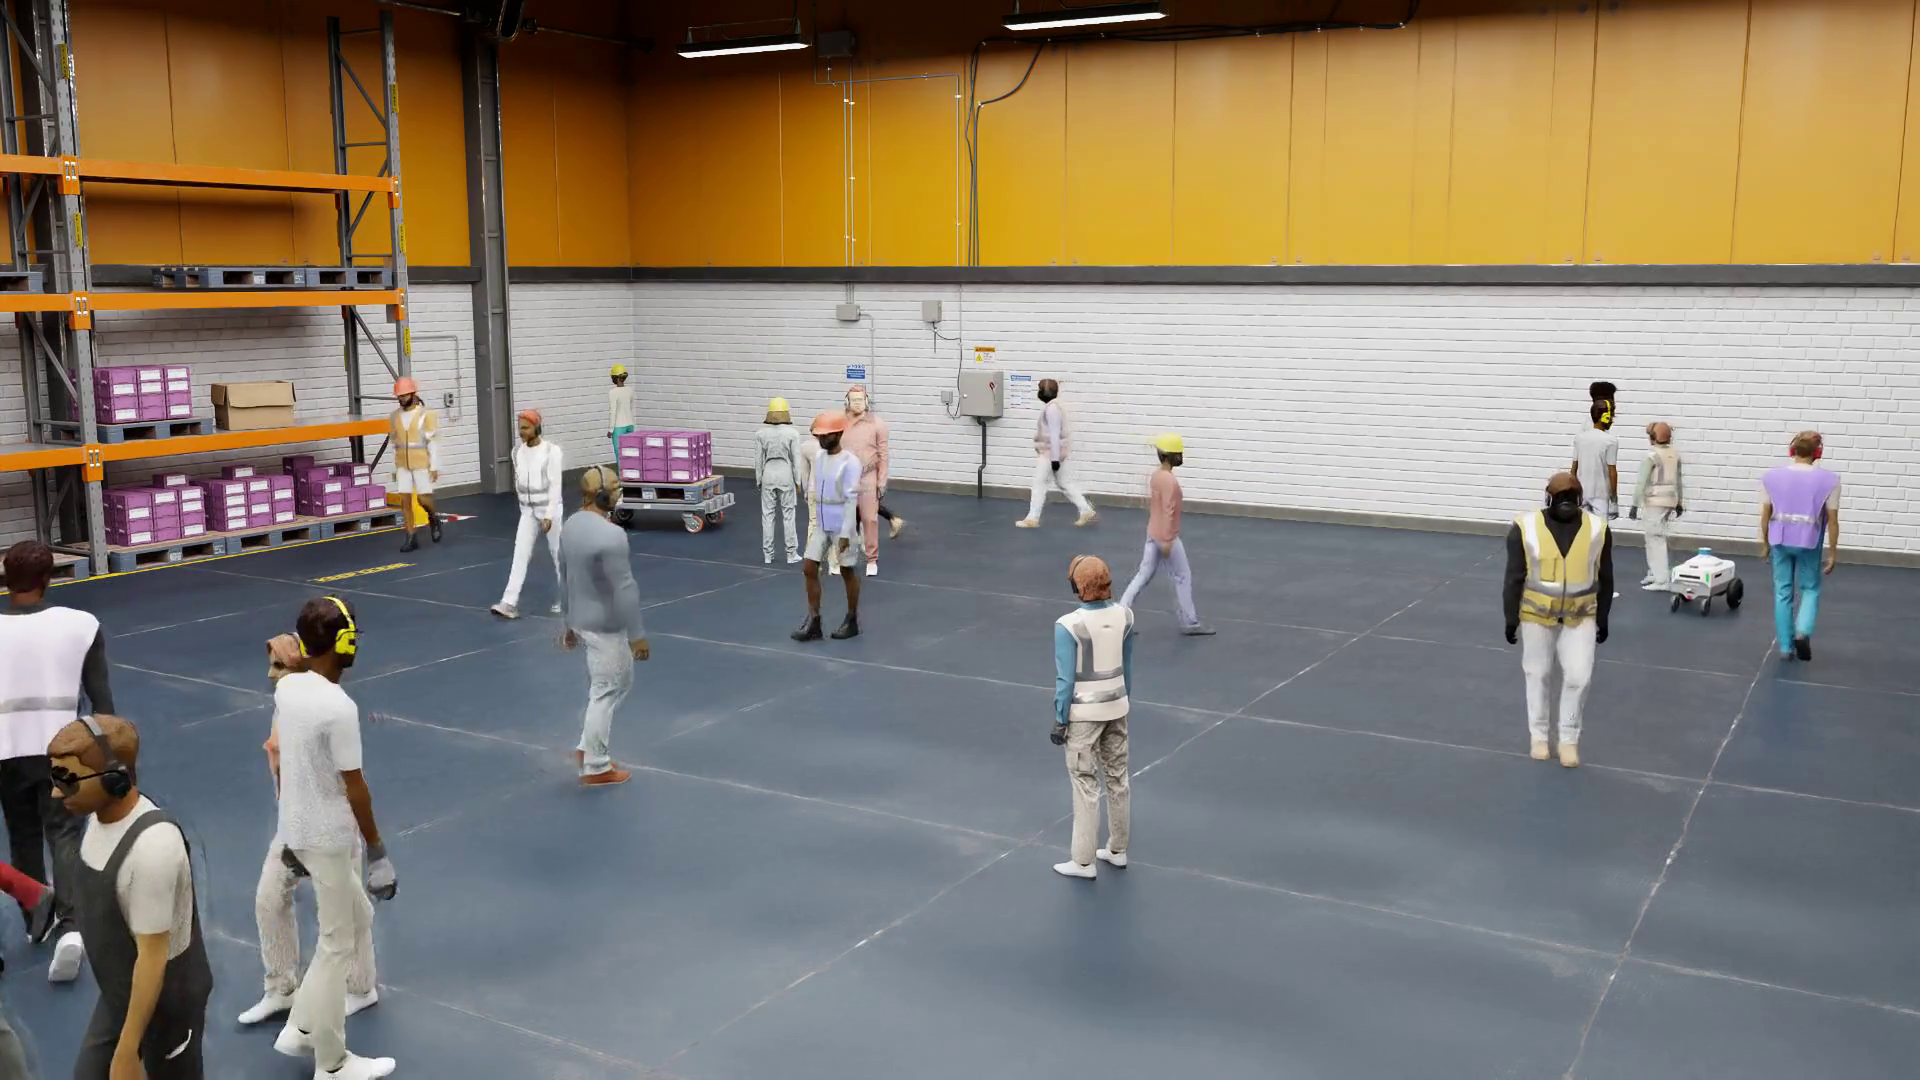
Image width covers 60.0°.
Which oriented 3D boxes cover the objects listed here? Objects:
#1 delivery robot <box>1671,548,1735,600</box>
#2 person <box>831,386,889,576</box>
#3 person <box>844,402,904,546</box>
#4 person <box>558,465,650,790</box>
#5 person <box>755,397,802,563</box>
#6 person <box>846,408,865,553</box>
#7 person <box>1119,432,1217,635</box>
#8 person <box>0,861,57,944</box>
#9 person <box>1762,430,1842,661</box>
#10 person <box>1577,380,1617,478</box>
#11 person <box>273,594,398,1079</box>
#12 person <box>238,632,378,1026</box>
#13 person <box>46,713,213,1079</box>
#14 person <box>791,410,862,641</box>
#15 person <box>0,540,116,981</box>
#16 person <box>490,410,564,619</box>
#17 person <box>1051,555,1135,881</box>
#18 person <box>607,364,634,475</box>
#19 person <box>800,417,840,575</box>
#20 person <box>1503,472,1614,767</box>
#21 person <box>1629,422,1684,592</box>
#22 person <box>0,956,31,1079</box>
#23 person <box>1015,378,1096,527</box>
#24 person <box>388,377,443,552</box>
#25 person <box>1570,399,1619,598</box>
[{"bbox_3d":[6.705,0.314,14.994,0.477,0.478,0.707,8,12,42],"label":"delivery robot"},{"bbox_3d":[-1.043,-0.588,16.697,0.647,1.913,0.409,2,9,12],"label":"person"},{"bbox_3d":[-0.998,-0.755,18.480,0.608,1.673,0.558,-5,10,-29],"label":"person"},{"bbox_3d":[-2.066,0.516,9.755,0.442,1.921,0.641,-6,11,-33],"label":"person"},{"bbox_3d":[-1.898,-0.624,17.445,0.491,1.741,0.323,1,9,8],"label":"person"},{"bbox_3d":[-1.121,-0.641,17.931,0.518,1.606,0.628,-2,9,-13],"label":"person"},{"bbox_3d":[1.673,-0.042,13.867,0.890,1.724,0.534,-2,9,-10],"label":"person"},{"bbox_3d":[-4.321,1.031,7.121,0.739,1.740,0.537,-7,11,-37],"label":"person"},{"bbox_3d":[6.515,0.057,12.950,0.562,1.824,0.472,6,11,33],"label":"person"},{"bbox_3d":[6.434,-0.622,16.766,0.410,1.965,0.625,2,9,15],"label":"person"},{"bbox_3d":[-2.306,1.130,6.160,0.385,1.852,0.562,-8,12,-39],"label":"person"},{"bbox_3d":[-2.645,1.173,6.627,0.519,1.619,0.623,8,12,41],"label":"person"},{"bbox_3d":[-2.454,1.378,4.748,0.534,1.803,0.882,9,12,43],"label":"person"},{"bbox_3d":[-1.099,-0.099,13.612,0.557,1.910,0.778,8,12,42],"label":"person"},{"bbox_3d":[-4.037,0.948,7.258,0.641,1.876,0.907,-4,10,-23],"label":"person"},{"bbox_3d":[-3.750,-0.219,14.626,0.586,1.831,0.990,4,10,23],"label":"person"},{"bbox_3d":[0.667,0.887,8.342,0.515,1.636,0.314,-7,12,-38],"label":"person"},{"bbox_3d":[-4.764,-1.582,23.354,0.310,1.769,0.525,4,10,25],"label":"person"},{"bbox_3d":[-1.371,-0.461,16.765,0.498,1.633,0.283,5,10,27],"label":"person"},{"bbox_3d":[3.676,0.494,10.224,0.662,1.820,0.626,2,9,12],"label":"person"},{"bbox_3d":[6.654,-0.321,15.908,0.630,1.614,0.510,-6,11,-33],"label":"person"},{"bbox_3d":[-3.437,1.245,5.334,0.590,1.879,0.939,8,12,41],"label":"person"},{"bbox_3d":[1.171,-1.034,19.832,0.926,1.809,0.637,2,9,9],"label":"person"},{"bbox_3d":[-5.964,-0.835,18.212,0.559,1.917,0.553,1,9,8],"label":"person"},{"bbox_3d":[5.948,-0.385,15.580,0.335,1.865,0.521,-5,10,-29],"label":"person"}]
